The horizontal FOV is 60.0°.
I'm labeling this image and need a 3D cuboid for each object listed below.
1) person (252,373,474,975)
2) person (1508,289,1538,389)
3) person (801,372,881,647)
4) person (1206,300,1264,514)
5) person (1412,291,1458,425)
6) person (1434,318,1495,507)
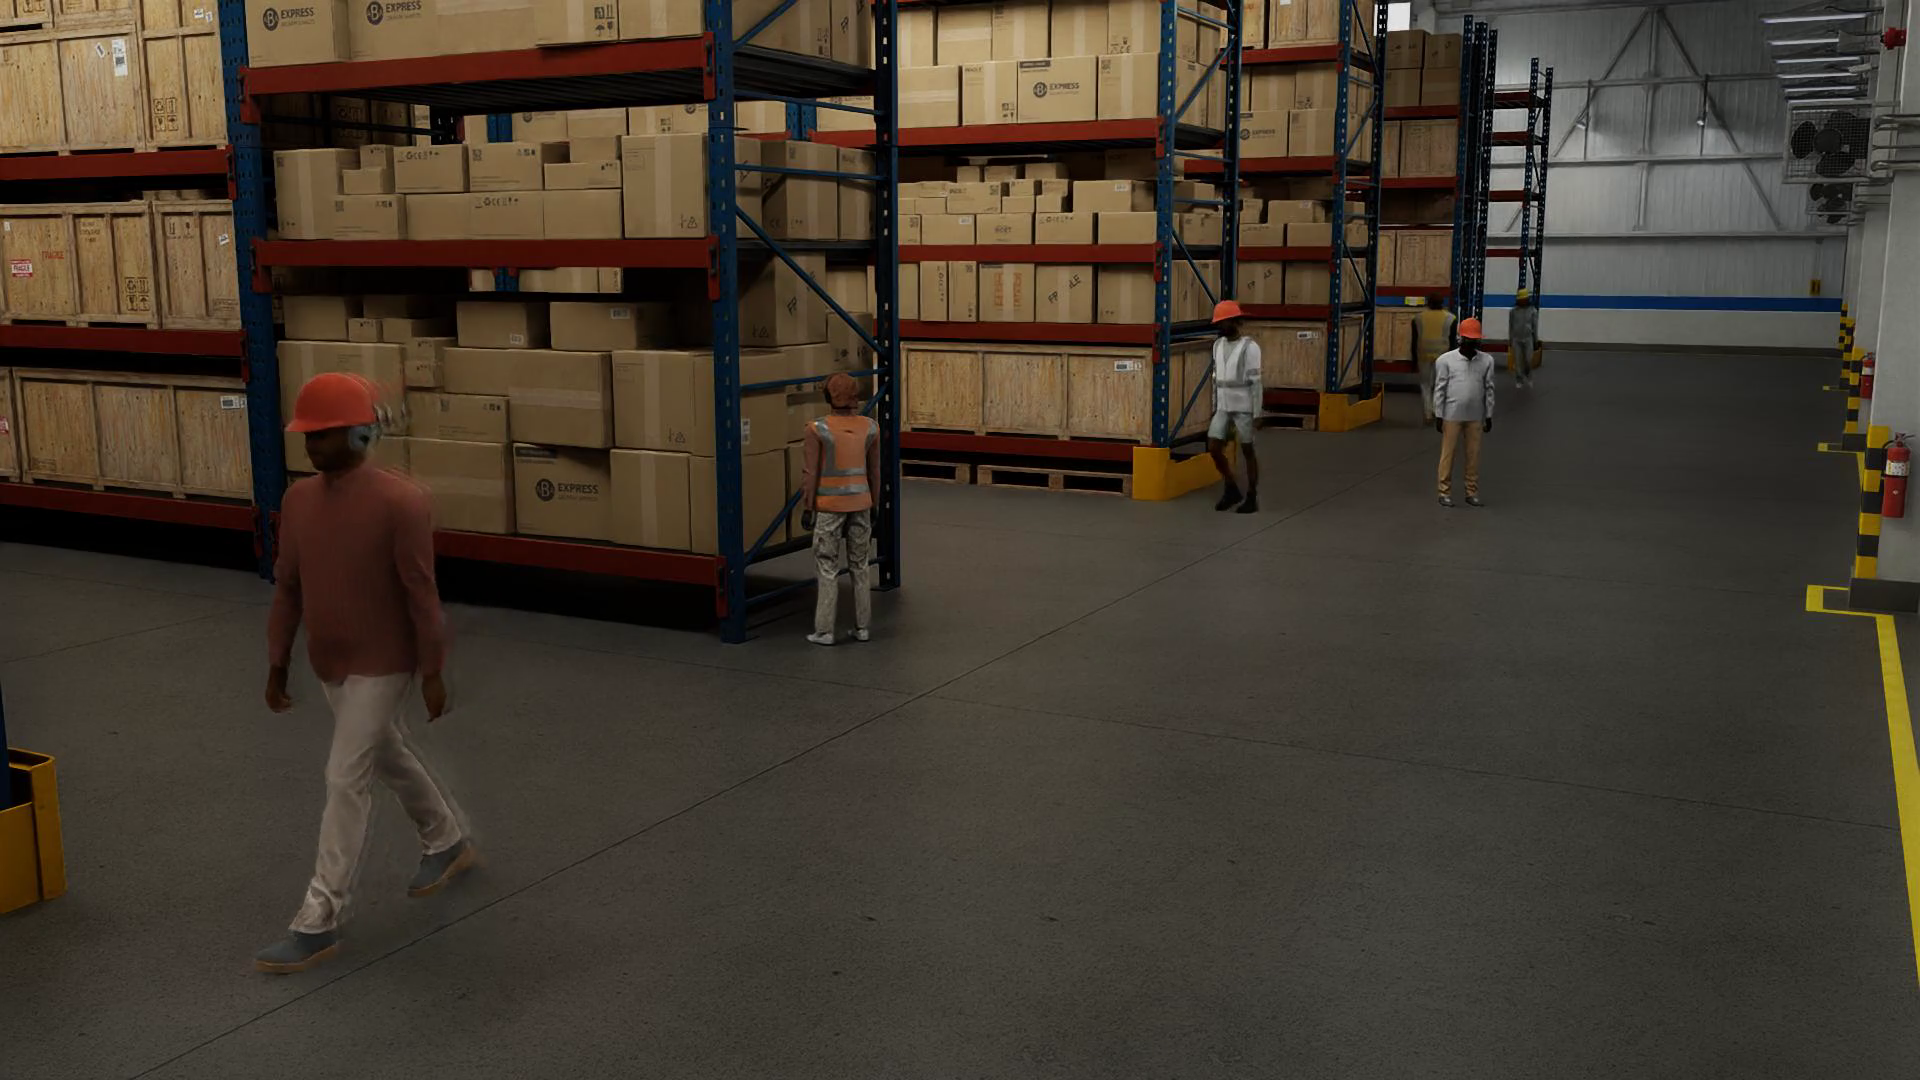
[{"bbox_3d":[-2.064,0.390,5.715,0.641,1.944,1.040,5,11,27],"label":"person"},{"bbox_3d":[9.668,-3.447,28.585,0.494,1.714,0.537,4,11,24],"label":"person"},{"bbox_3d":[-0.699,-0.180,9.909,0.525,1.632,0.312,-6,12,-32],"label":"person"},{"bbox_3d":[2.467,-1.176,14.859,0.550,1.904,0.694,-8,13,-38],"label":"person"},{"bbox_3d":[6.448,-2.468,22.622,0.623,1.818,0.448,4,11,24],"label":"person"},{"bbox_3d":[4.638,-1.166,15.282,0.566,1.744,0.349,-1,10,-4],"label":"person"}]
